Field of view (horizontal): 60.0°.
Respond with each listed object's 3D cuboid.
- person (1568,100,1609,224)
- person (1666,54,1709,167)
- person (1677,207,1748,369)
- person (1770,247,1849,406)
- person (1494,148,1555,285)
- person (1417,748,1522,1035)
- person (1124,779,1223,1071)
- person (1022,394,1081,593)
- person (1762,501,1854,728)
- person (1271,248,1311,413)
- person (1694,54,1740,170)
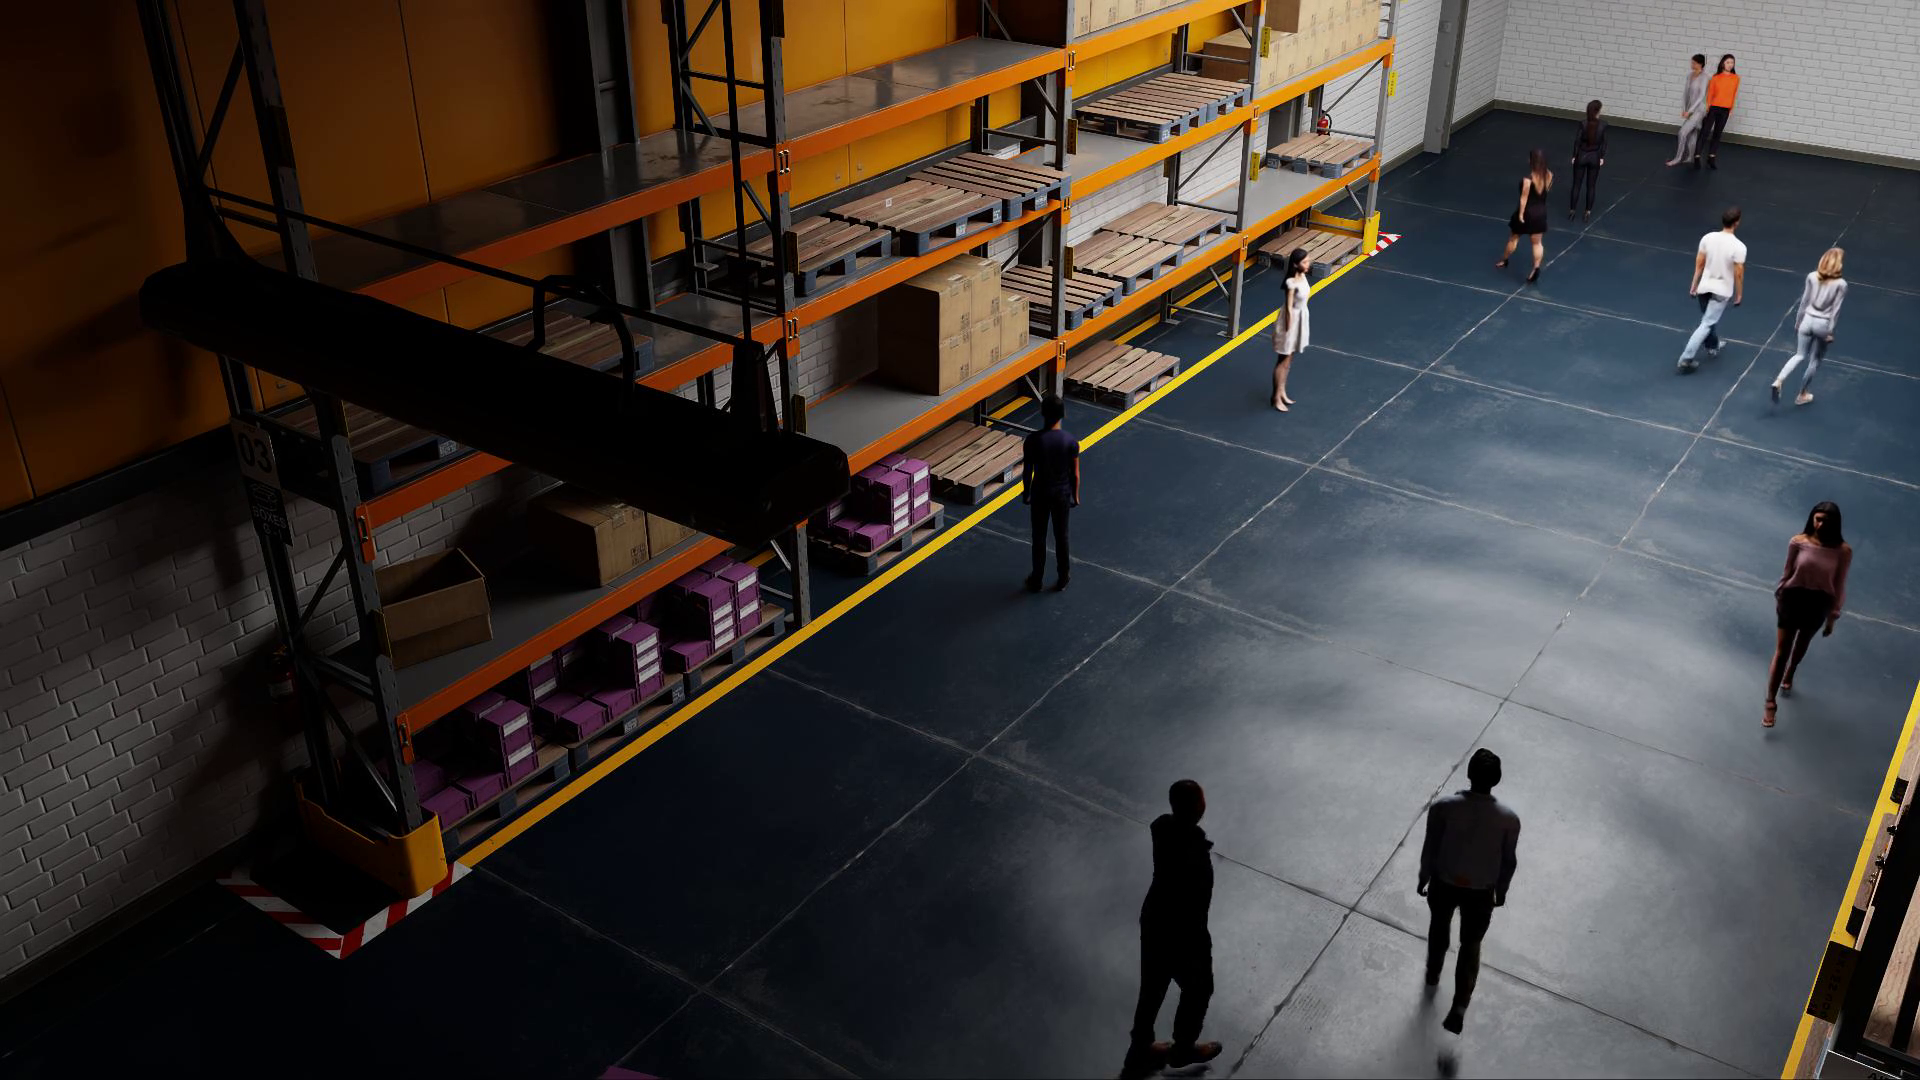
[{"bbox_3d":[8.826,-5.327,23.377,0.619,1.710,0.563,9,30,16],"label":"person"},{"bbox_3d":[11.414,-6.614,25.716,0.954,1.729,0.875,-4,29,-8],"label":"person"},{"bbox_3d":[8.382,-2.763,18.566,1.284,1.816,0.984,-17,33,-29],"label":"person"},{"bbox_3d":[9.010,-2.219,17.606,1.068,1.781,0.847,-16,33,-27],"label":"person"},{"bbox_3d":[7.326,-4.083,21.122,1.025,1.686,1.017,-11,30,-19],"label":"person"},{"bbox_3d":[2.948,2.066,9.744,0.898,1.788,1.156,8,30,15],"label":"person"},{"bbox_3d":[1.168,2.227,9.357,0.993,1.874,0.933,-5,29,-9],"label":"person"},{"bbox_3d":[0.771,-0.393,14.247,0.721,1.790,0.734,0,29,-1],"label":"person"},{"bbox_3d":[6.426,0.513,12.618,0.701,1.761,1.112,15,32,25],"label":"person"},{"bbox_3d":[3.516,-2.237,17.646,0.736,1.773,0.607,14,32,24],"label":"person"},{"bbox_3d":[11.712,-6.632,25.729,0.707,1.748,0.748,-2,29,-4],"label":"person"}]
